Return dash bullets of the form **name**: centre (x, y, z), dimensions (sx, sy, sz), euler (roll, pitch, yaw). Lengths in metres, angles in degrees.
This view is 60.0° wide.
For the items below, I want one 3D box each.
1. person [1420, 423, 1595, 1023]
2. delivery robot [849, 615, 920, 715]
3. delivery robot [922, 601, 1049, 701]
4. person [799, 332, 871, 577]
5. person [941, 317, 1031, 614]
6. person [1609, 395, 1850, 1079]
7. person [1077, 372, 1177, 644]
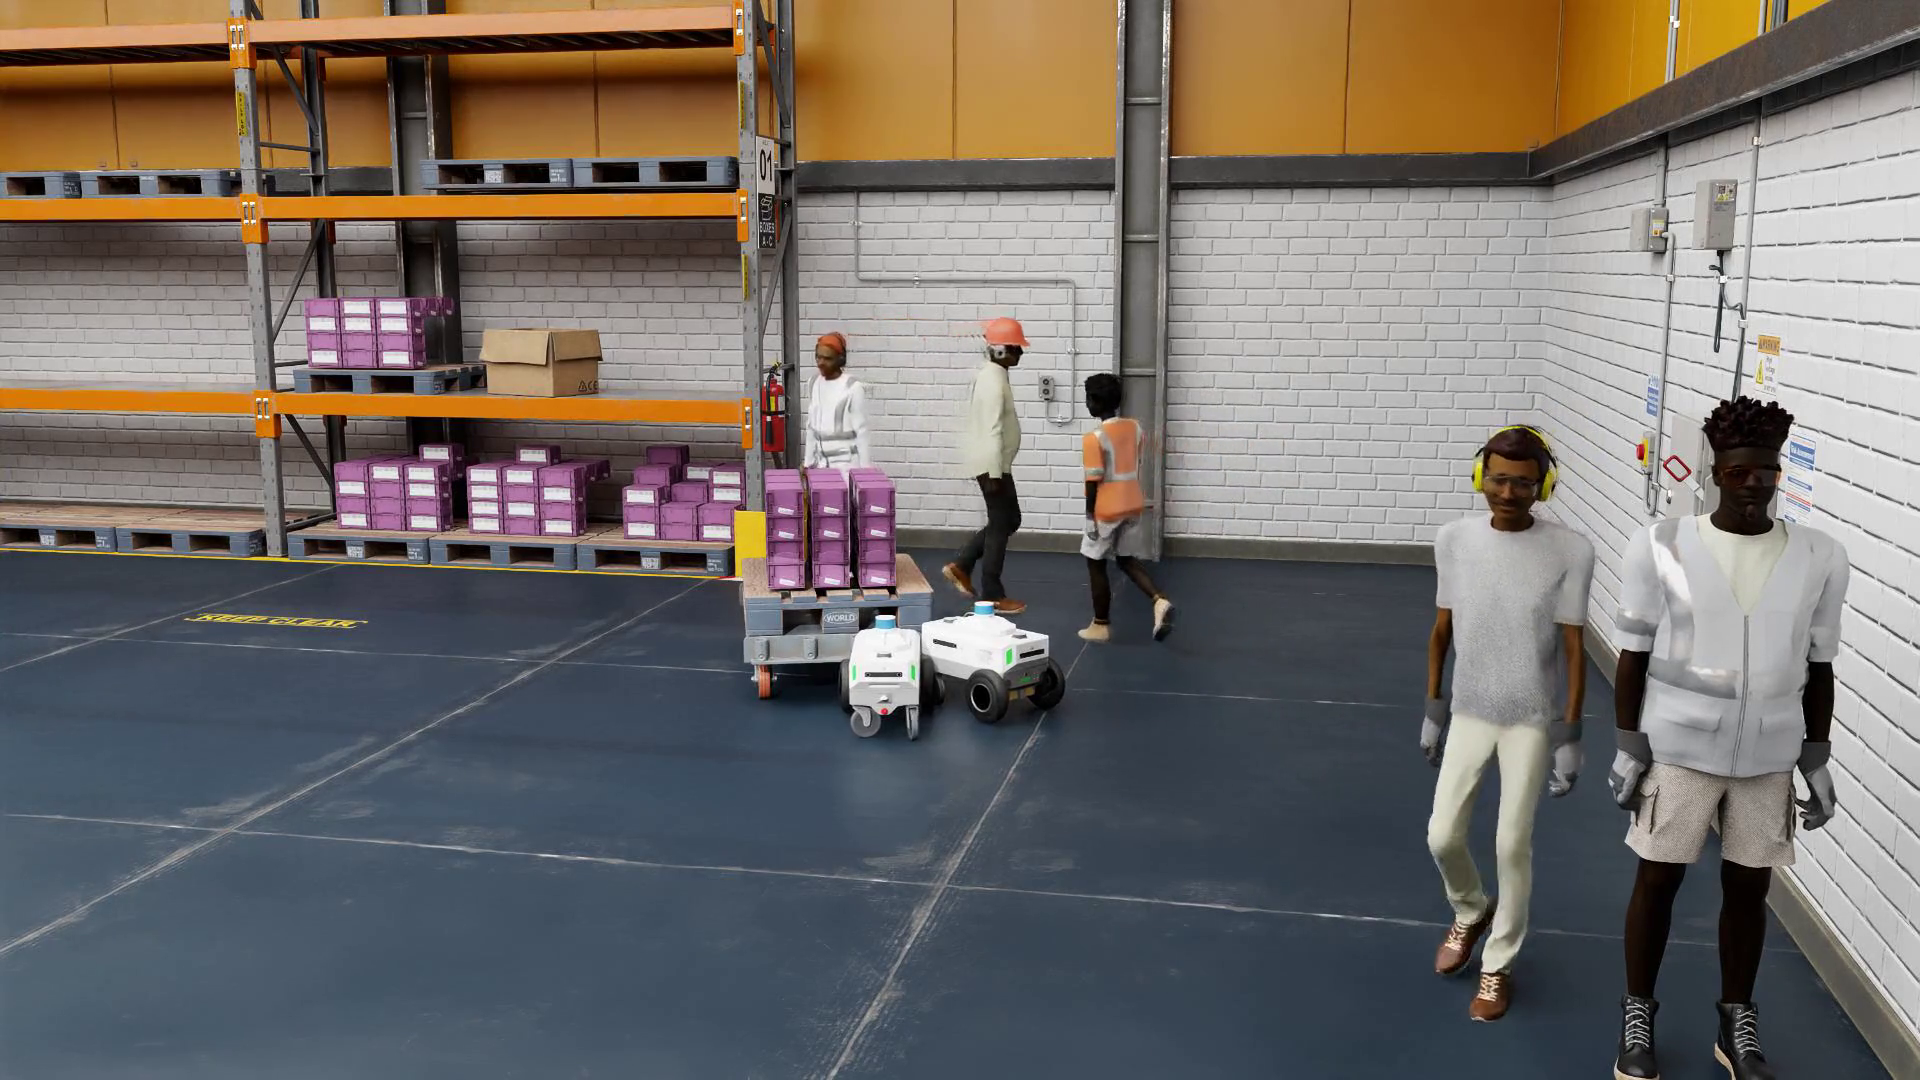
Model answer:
- **person**: centre (1.671, 0.562, 5.121), dimensions (0.515, 1.848, 0.399), euler (6, 11, 32)
- **delivery robot**: centre (-0.372, 0.620, 8.354), dimensions (0.477, 0.478, 0.707), euler (0, 9, -1)
- **delivery robot**: centre (0.125, 0.564, 8.694), dimensions (0.477, 0.478, 0.707), euler (-9, 13, -43)
- **person**: centre (-0.844, -0.508, 11.514), dimensions (0.415, 1.858, 0.606), euler (-8, 13, -41)
- **person**: centre (0.209, -0.485, 11.017), dimensions (0.529, 1.975, 0.641), euler (0, 9, 0)
- **person**: centre (2.128, 0.581, 4.645), dimensions (0.604, 1.962, 0.367), euler (2, 10, 9)
- **person**: centre (0.980, -0.169, 9.998), dimensions (0.544, 1.679, 0.627), euler (-9, 13, -44)
